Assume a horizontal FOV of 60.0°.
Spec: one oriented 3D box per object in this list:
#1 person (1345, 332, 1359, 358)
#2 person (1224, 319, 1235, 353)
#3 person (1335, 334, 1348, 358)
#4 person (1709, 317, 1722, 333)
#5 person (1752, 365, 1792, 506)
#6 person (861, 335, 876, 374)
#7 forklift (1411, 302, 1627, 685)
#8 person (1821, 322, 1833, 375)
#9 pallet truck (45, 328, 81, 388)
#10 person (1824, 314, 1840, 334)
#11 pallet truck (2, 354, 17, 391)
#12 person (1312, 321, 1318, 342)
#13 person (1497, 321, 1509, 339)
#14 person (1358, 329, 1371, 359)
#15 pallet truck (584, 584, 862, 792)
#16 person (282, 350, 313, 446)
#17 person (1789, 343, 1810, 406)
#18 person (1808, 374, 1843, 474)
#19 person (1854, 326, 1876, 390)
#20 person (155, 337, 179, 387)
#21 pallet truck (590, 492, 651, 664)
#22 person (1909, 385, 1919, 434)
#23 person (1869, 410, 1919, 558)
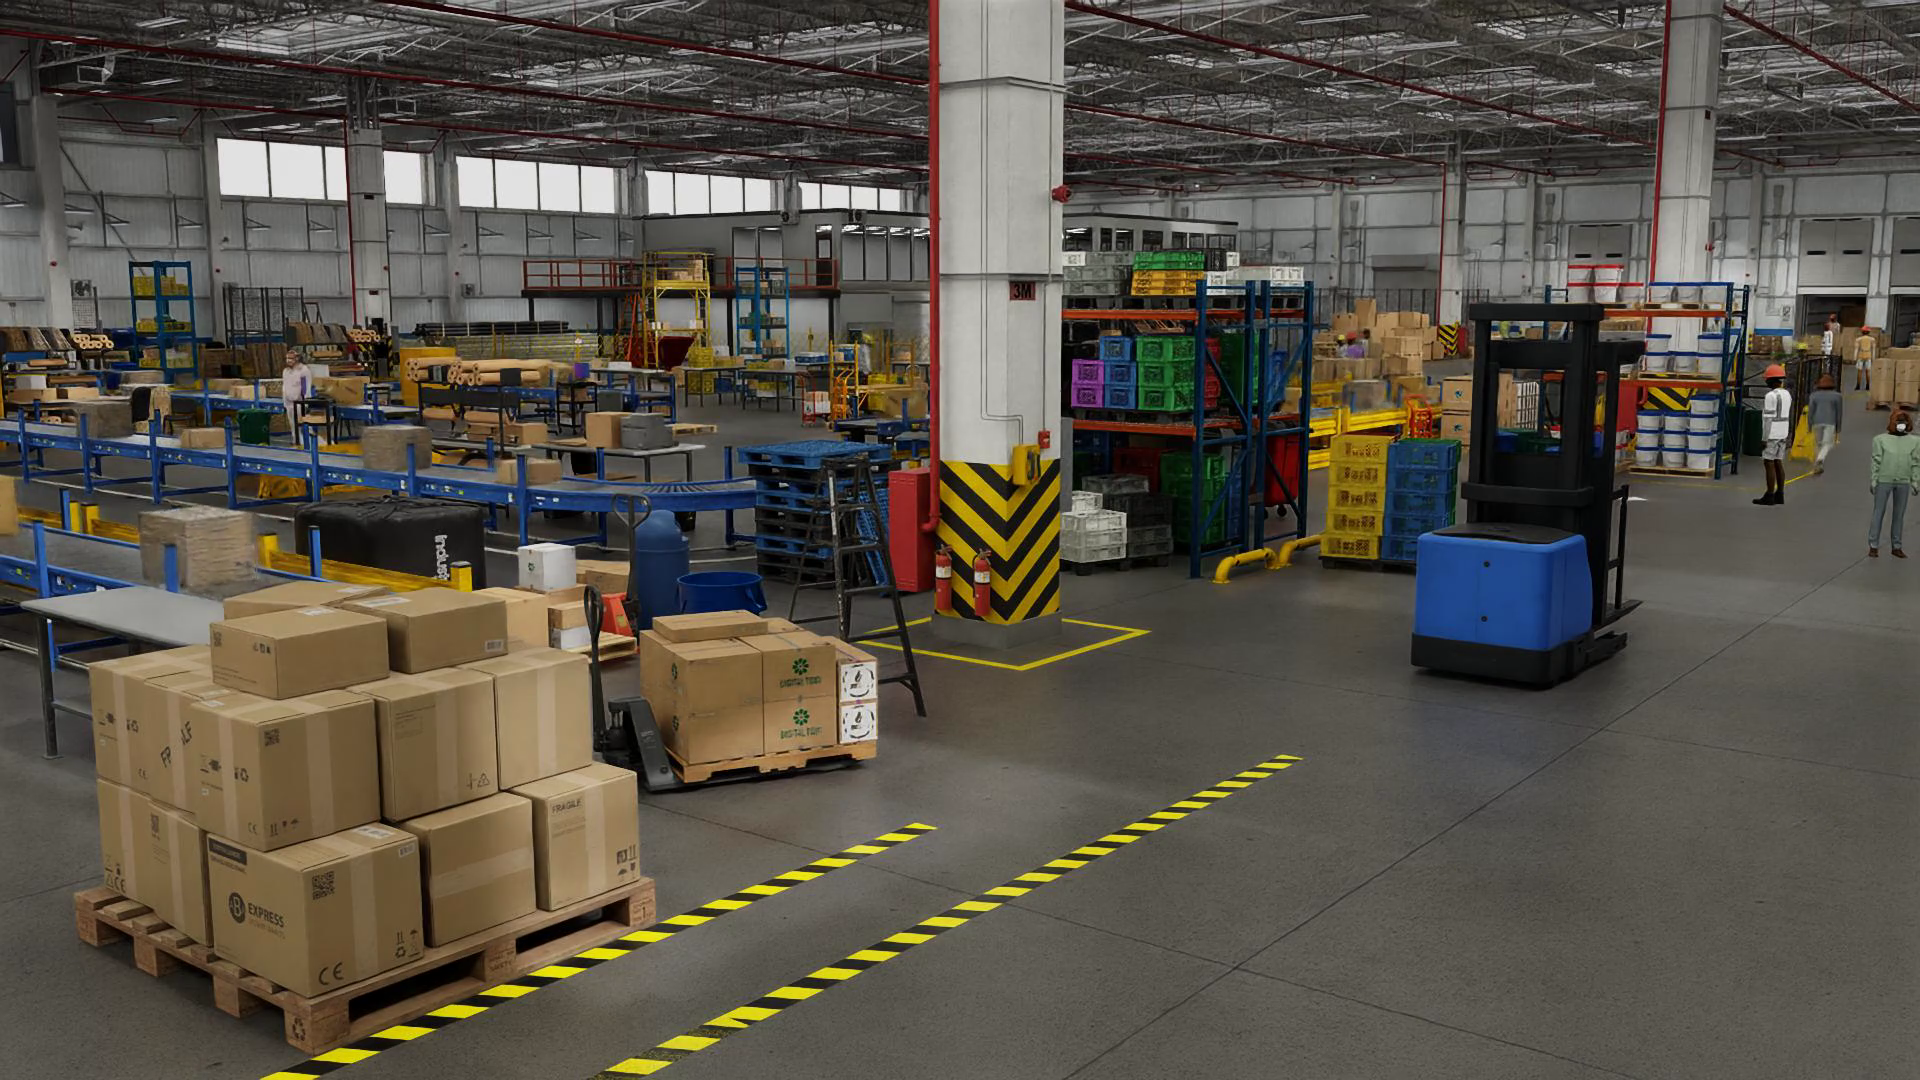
[{"bbox_3d":[10.221,-4.438,43.183,0.955,1.900,0.548,7,11,38],"label":"person"},{"bbox_3d":[10.947,-8.074,67.836,0.602,1.826,1.004,8,12,44],"label":"person"},{"bbox_3d":[11.051,-5.072,47.960,0.646,1.727,0.492,-5,10,-32],"label":"person"},{"bbox_3d":[32.090,-8.545,70.655,0.603,1.941,0.402,-2,9,-13],"label":"person"},{"bbox_3d":[11.122,-1.433,22.775,0.540,1.930,0.386,-7,11,-40],"label":"person"},{"bbox_3d":[-2.433,-4.536,44.157,0.427,1.786,0.733,-1,8,-6],"label":"person"},{"bbox_3d":[4.379,-0.438,12.852,1.129,2.768,1.873,7,11,37],"label":"forklift"},{"bbox_3d":[30.213,-6.642,58.010,0.356,1.886,0.574,6,11,37],"label":"person"},{"bbox_3d":[-23.775,-4.544,43.495,1.885,1.965,0.823,6,10,35],"label":"pallet truck"},{"bbox_3d":[37.685,-8.758,71.903,0.612,1.996,0.388,6,10,33],"label":"person"},{"bbox_3d":[-24.881,-4.417,42.634,1.885,1.965,0.823,8,11,41],"label":"pallet truck"},{"bbox_3d":[13.015,-7.125,61.255,0.962,1.887,0.564,-3,9,-22],"label":"person"},{"bbox_3d":[25.893,-9.752,79.361,0.632,1.778,1.005,1,8,4],"label":"person"},{"bbox_3d":[12.283,-5.502,50.532,0.821,1.822,0.537,6,10,36],"label":"person"},{"bbox_3d":[-1.426,0.805,10.019,1.601,1.201,0.680,-4,9,-26],"label":"pallet truck"},{"bbox_3d":[-11.747,-2.408,29.450,0.642,1.897,0.399,4,9,24],"label":"person"},{"bbox_3d":[20.128,-3.886,39.964,0.888,1.726,0.524,8,12,44],"label":"person"},{"bbox_3d":[13.721,-1.830,26.441,0.552,1.621,0.499,-8,12,-43],"label":"person"},{"bbox_3d":[27.076,-5.450,49.808,0.550,1.933,0.374,3,9,19],"label":"person"},{"bbox_3d":[-18.167,-3.726,37.927,0.862,2.008,0.634,-8,11,-41],"label":"person"},{"bbox_3d":[-3.115,0.344,12.883,0.653,1.274,1.630,7,11,37],"label":"pallet truck"},{"bbox_3d":[19.858,-2.946,34.010,0.643,1.615,0.519,8,11,41],"label":"person"},{"bbox_3d":[10.227,-0.613,18.209,0.499,1.634,0.279,2,9,11],"label":"person"}]
